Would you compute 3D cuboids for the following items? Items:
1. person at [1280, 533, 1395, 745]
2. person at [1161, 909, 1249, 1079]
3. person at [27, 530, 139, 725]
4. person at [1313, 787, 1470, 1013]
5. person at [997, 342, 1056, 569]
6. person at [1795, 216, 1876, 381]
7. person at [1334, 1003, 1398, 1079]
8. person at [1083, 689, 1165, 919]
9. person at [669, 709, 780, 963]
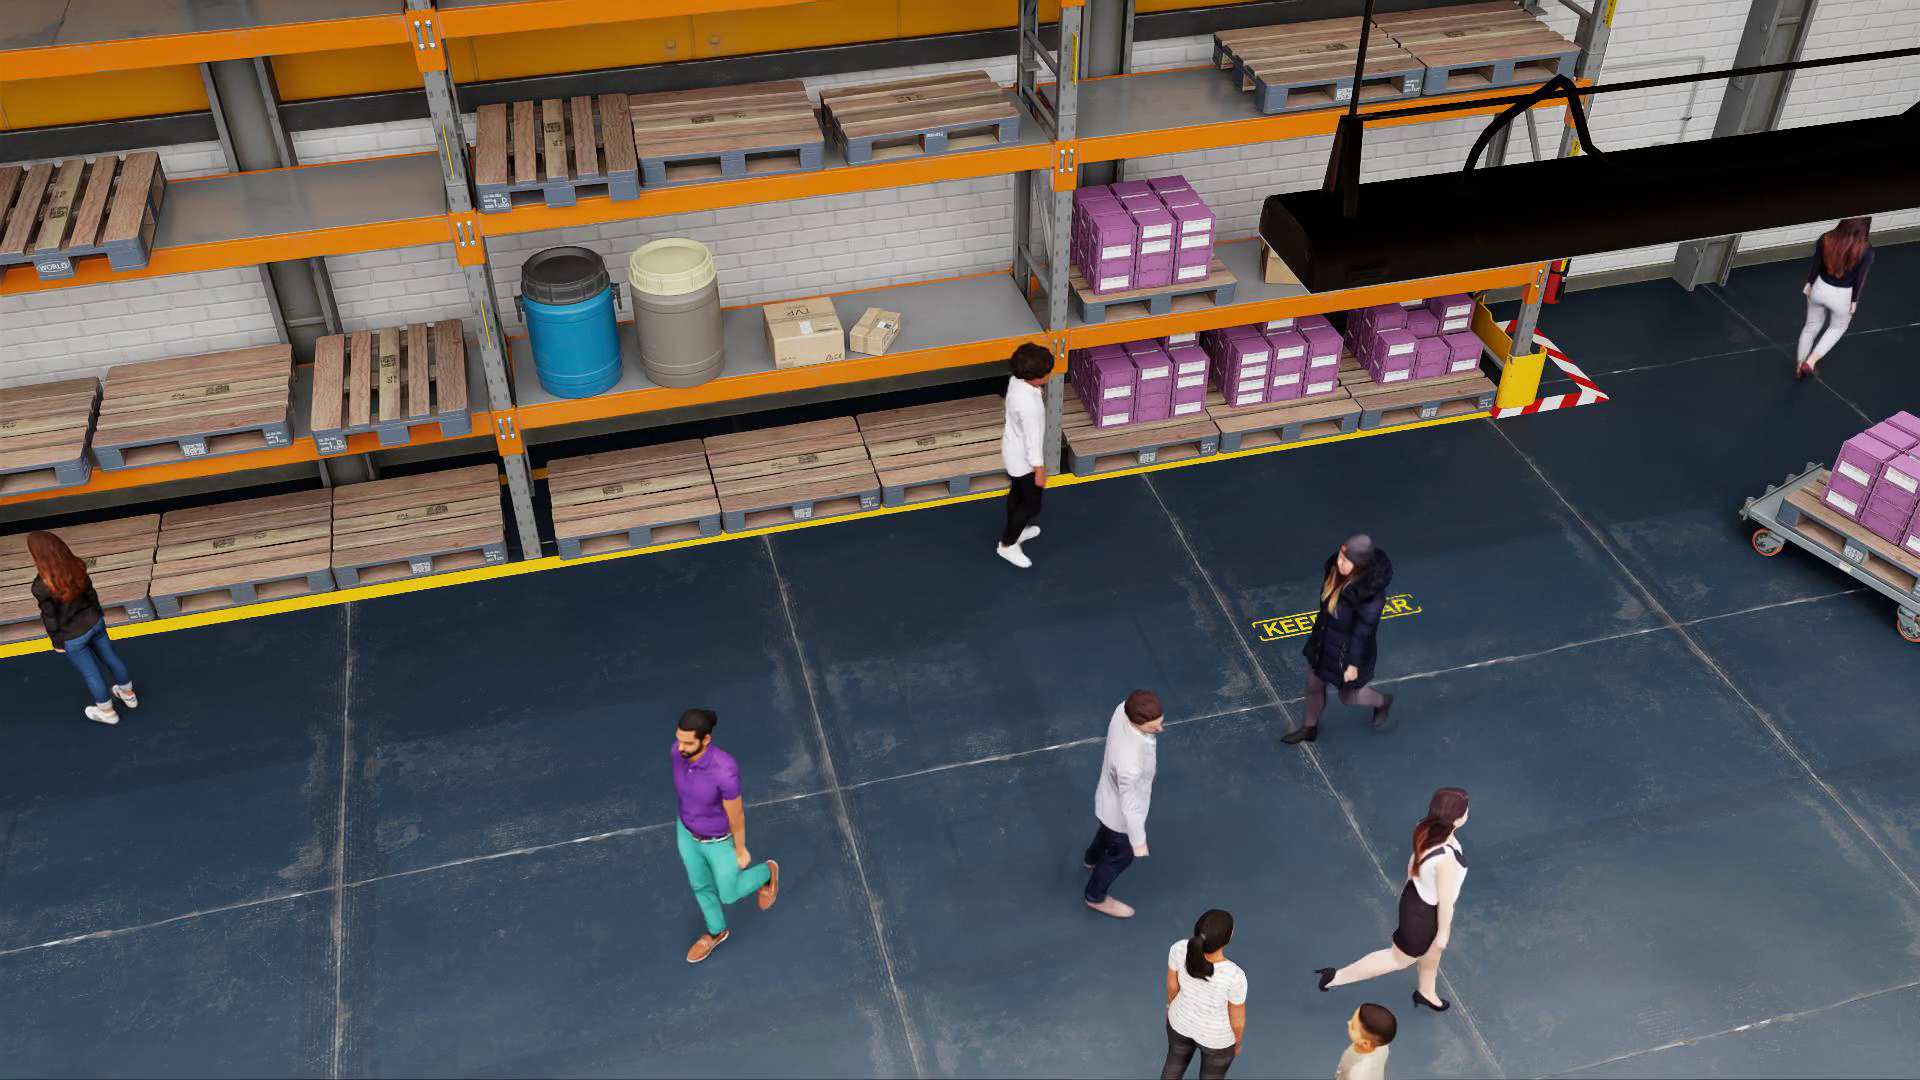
[{"bbox_3d":[2.441,0.642,10.275,1.023,1.656,0.742,-14,41,-17],"label":"person"},{"bbox_3d":[1.183,2.367,8.122,0.657,1.646,0.700,24,45,27],"label":"person"},{"bbox_3d":[-5.573,0.545,10.537,0.655,1.481,0.626,12,40,14],"label":"person"},{"bbox_3d":[2.331,1.944,8.675,1.056,1.619,0.727,0,39,-1],"label":"person"},{"bbox_3d":[0.449,-0.635,11.757,0.623,1.803,0.703,-11,40,-14],"label":"person"},{"bbox_3d":[7.114,-1.977,13.603,0.745,1.596,0.718,-32,48,-33],"label":"person"},{"bbox_3d":[1.885,2.693,7.863,0.712,1.461,0.670,13,41,16],"label":"person"},{"bbox_3d":[0.860,1.429,9.169,0.732,1.808,0.885,-6,39,-8],"label":"person"},{"bbox_3d":[-1.293,1.549,9.059,0.955,1.757,1.035,23,44,26],"label":"person"}]
